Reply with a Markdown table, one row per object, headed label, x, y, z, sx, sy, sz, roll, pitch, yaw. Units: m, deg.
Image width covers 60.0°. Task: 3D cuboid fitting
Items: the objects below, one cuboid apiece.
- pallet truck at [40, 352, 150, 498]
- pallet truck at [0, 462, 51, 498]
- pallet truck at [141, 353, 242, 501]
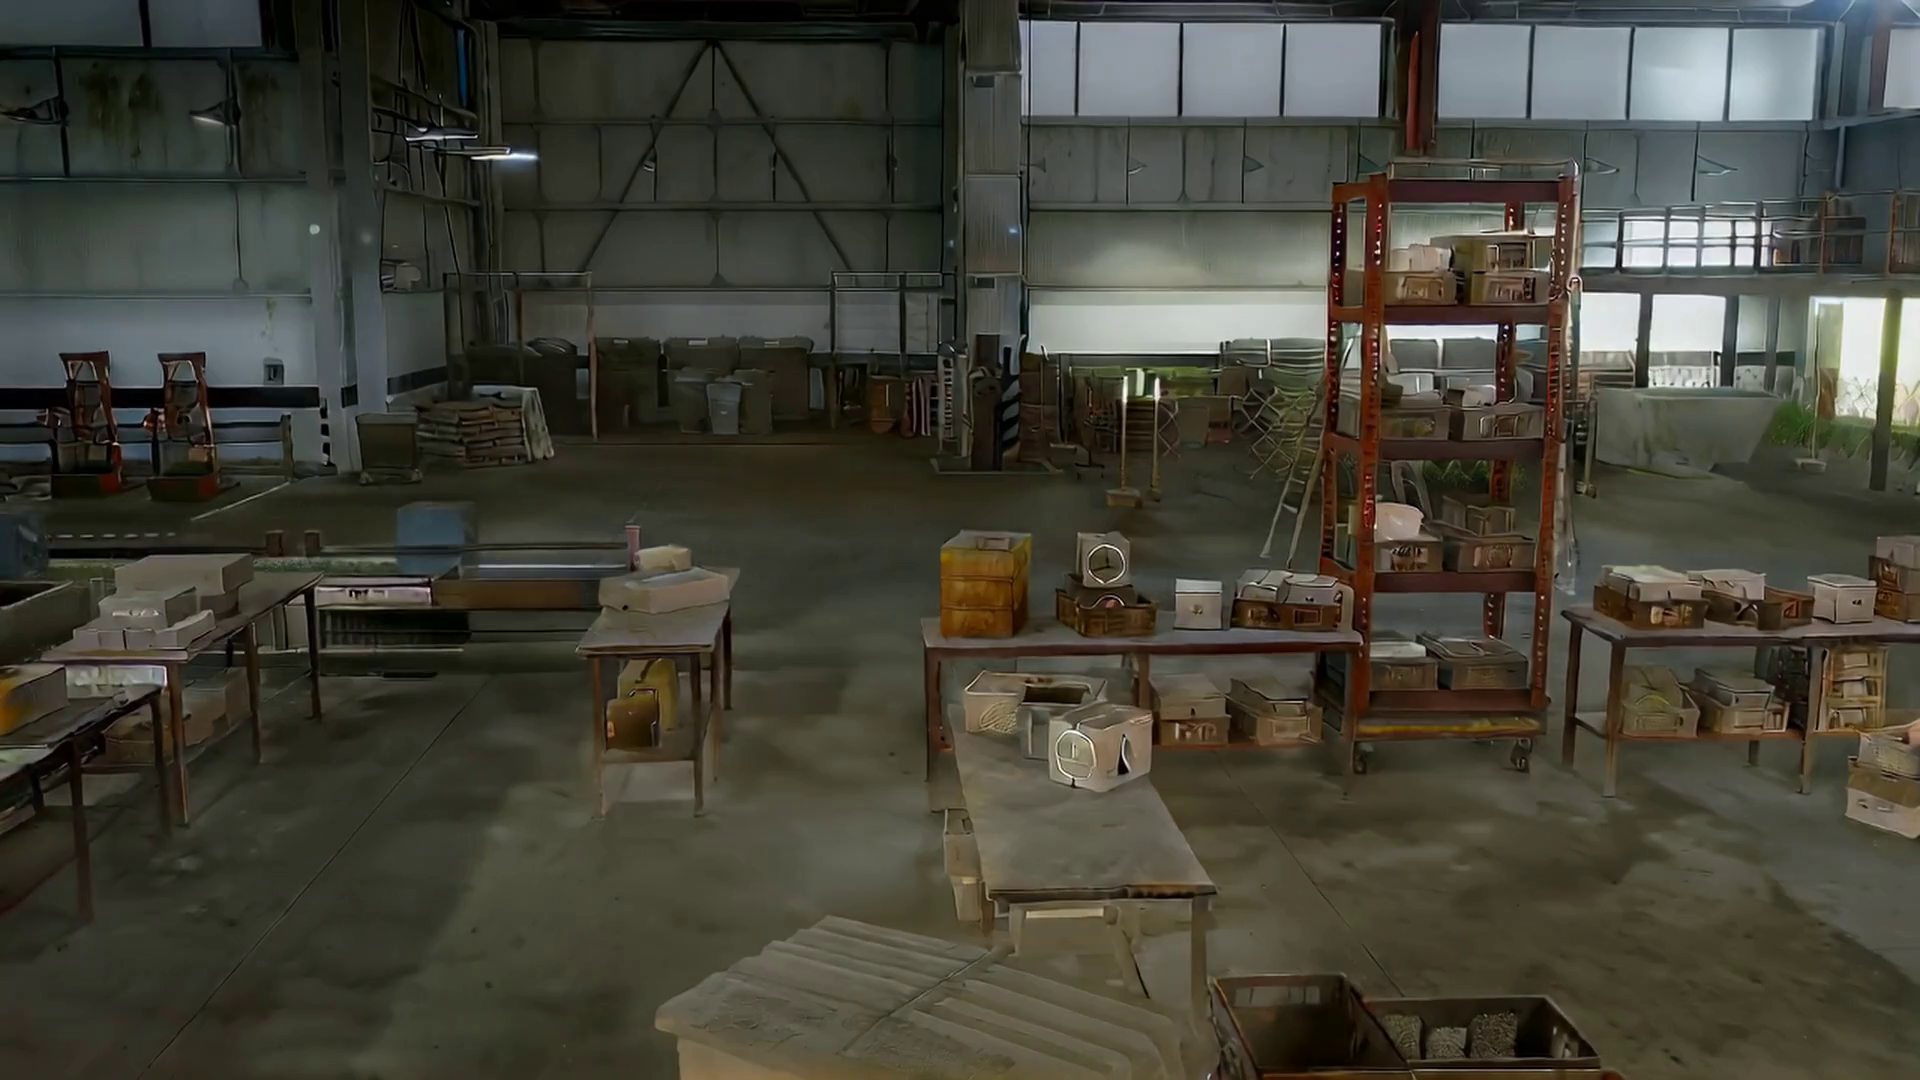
| label | x | y | z | sx | sy | sz | roll | pitch | yaw |
| --- | --- | --- | --- | --- | --- | --- | --- | --- | --- |
| pallet truck | -11.907 | -1.642 | 23.165 | 0.823 | 1.965 | 1.885 | 0 | 9 | 0 |
| pallet truck | -13.193 | -1.293 | 23.148 | 0.653 | 1.274 | 1.630 | -1 | 9 | -4 |
| pallet truck | -10.520 | -1.604 | 22.925 | 0.823 | 1.965 | 1.885 | -1 | 9 | -6 |
